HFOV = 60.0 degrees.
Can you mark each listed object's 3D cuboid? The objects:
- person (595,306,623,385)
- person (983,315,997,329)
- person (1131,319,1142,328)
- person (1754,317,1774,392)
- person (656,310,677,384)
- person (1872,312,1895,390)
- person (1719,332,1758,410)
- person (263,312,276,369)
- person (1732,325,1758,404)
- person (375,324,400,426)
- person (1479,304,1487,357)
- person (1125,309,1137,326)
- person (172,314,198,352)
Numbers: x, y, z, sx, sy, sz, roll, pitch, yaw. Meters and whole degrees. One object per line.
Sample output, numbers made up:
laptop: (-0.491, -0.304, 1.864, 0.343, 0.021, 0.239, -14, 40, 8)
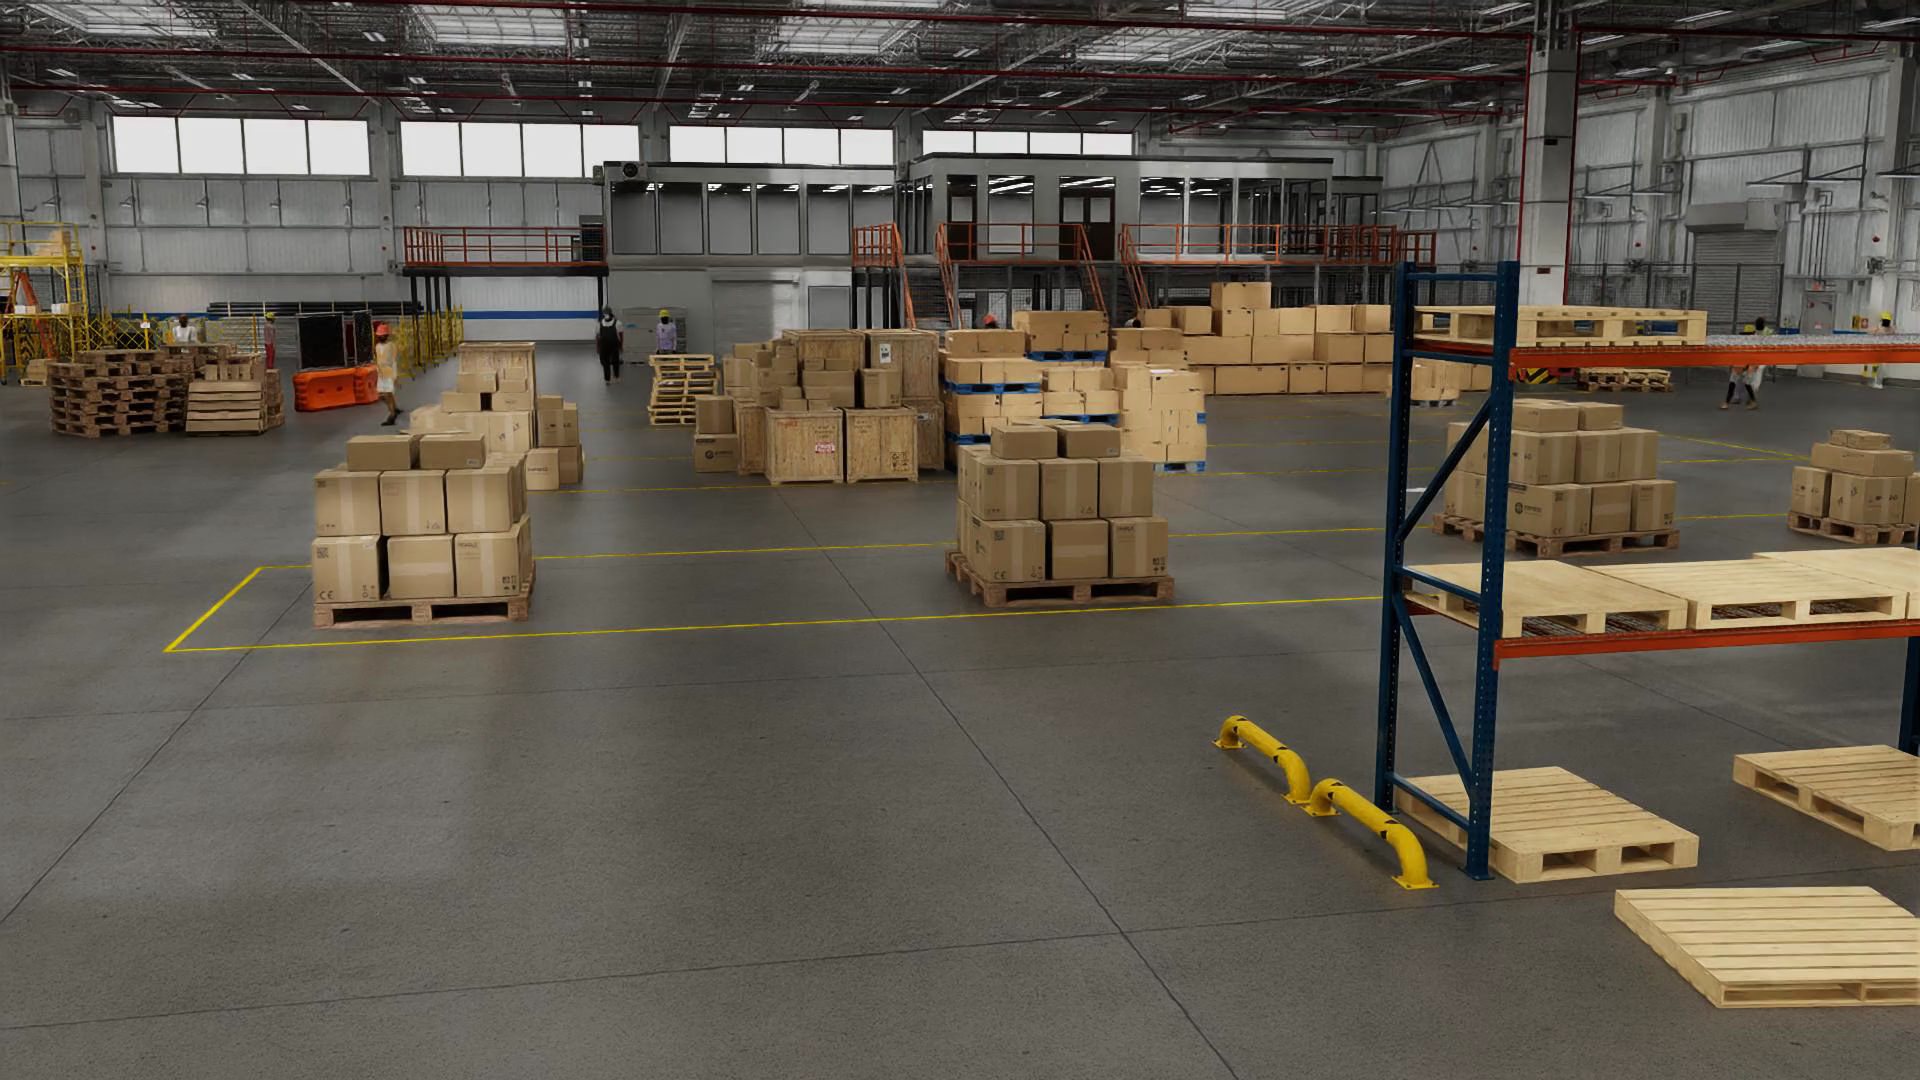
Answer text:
person: (-8.968, -4.969, 42.464, 0.700, 2.000, 0.538, 0, 9, 0)
person: (0.581, -3.654, 34.543, 0.607, 2.004, 0.925, -6, 11, -31)
person: (3.877, -3.917, 36.575, 0.513, 1.872, 0.328, 0, 9, -2)
person: (19.441, -4.521, 40.456, 0.637, 1.817, 0.847, 9, 13, 43)
person: (-7.496, -4.907, 42.433, 0.590, 1.926, 0.388, 4, 10, 25)
person: (22.778, -4.649, 40.946, 0.602, 1.904, 0.685, -3, 10, -19)
person: (16.469, -3.554, 35.001, 0.864, 1.655, 0.528, -4, 10, -23)
person: (-19.042, -5.406, 45.966, 0.533, 1.767, 0.327, 9, 13, 44)
person: (17.199, -3.817, 36.348, 0.529, 1.741, 0.743, 8, 12, 40)
person: (-10.881, -3.136, 31.642, 0.543, 1.925, 0.511, 4, 10, 25)
person: (14.308, -5.470, 45.657, 0.388, 1.992, 0.625, 0, 9, -3)
person: (4.540, -5.023, 43.121, 0.373, 1.935, 0.628, -9, 13, -43)
person: (-19.140, -4.666, 41.166, 0.588, 1.869, 0.648, -2, 9, -9)
